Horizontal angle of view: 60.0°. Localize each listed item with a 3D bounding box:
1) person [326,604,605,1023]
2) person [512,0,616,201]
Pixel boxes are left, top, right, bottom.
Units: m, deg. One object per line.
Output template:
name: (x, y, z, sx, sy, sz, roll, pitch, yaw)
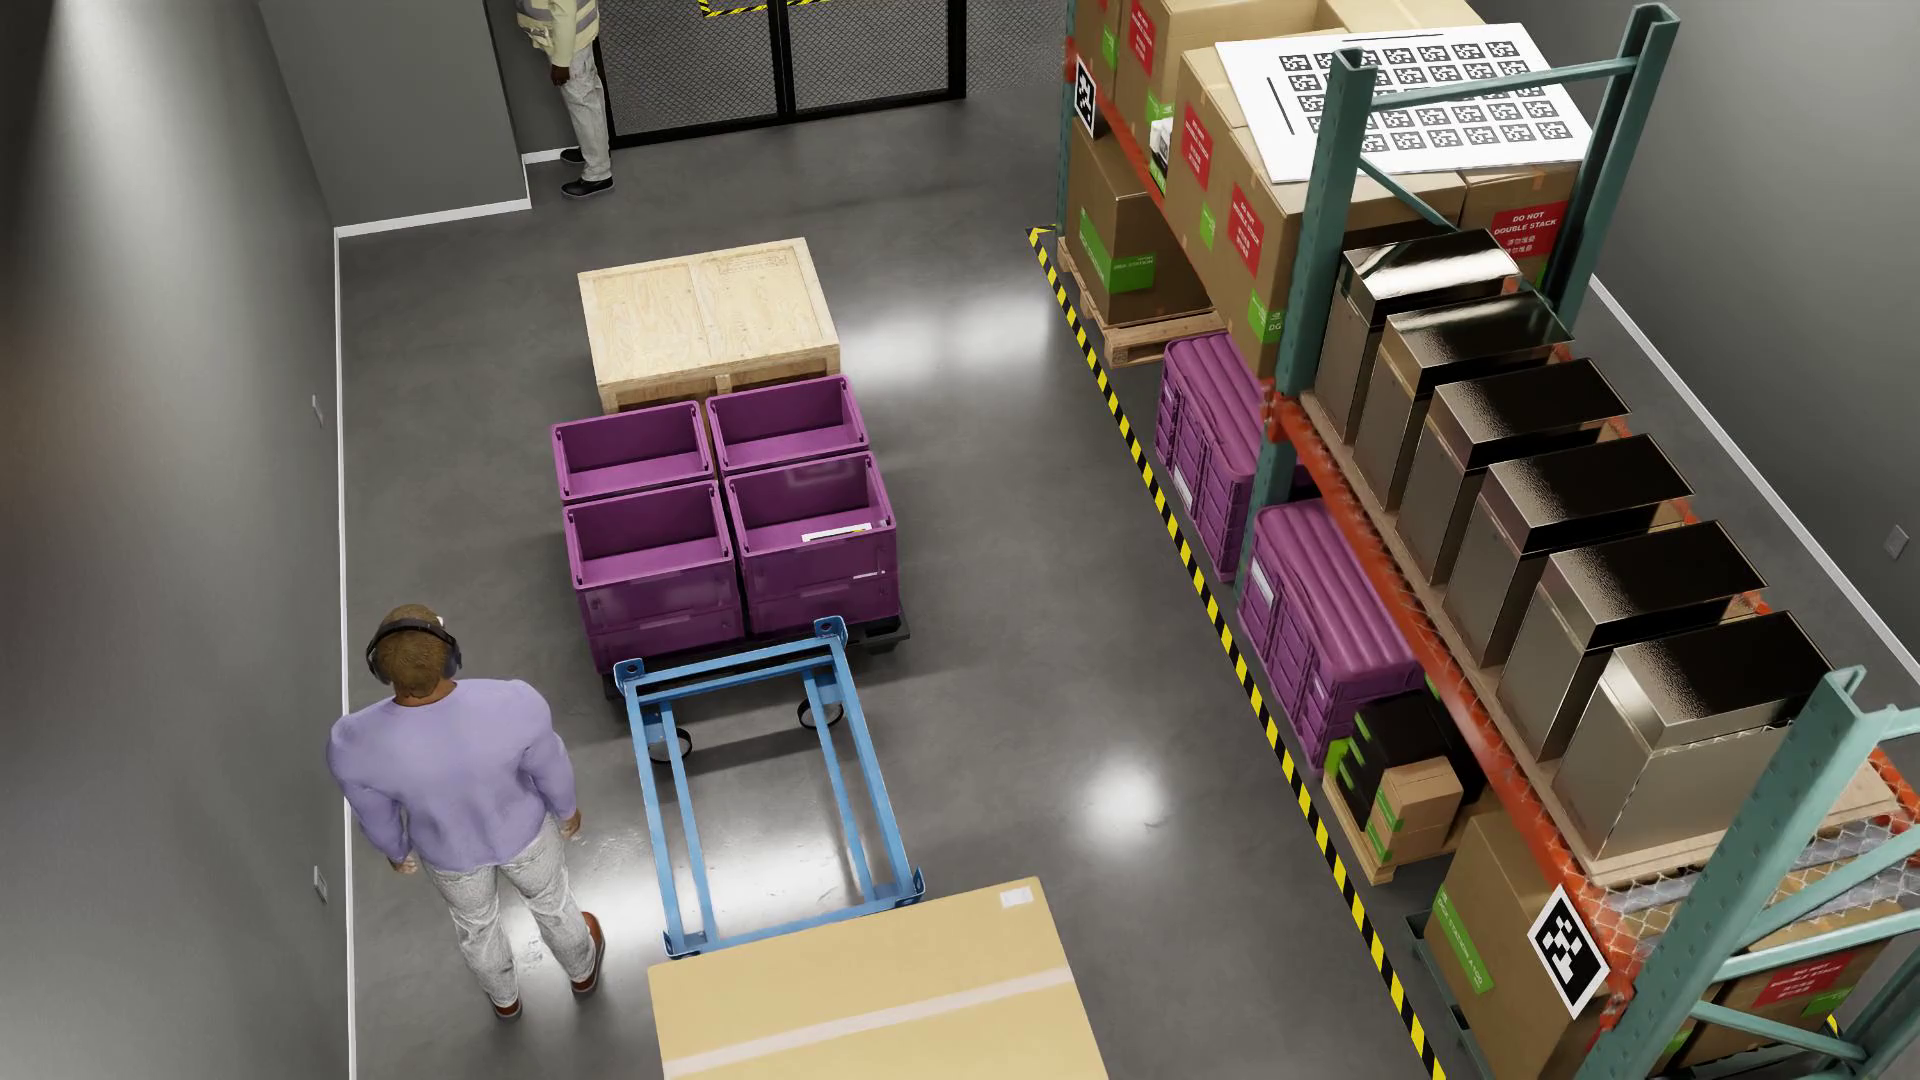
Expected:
person: (-1.467, 0.874, 5.084, 0.627, 1.940, 0.372, -13, 49, -11)
person: (-1.998, -2.560, 8.307, 0.403, 1.835, 0.586, -5, 48, -5)
